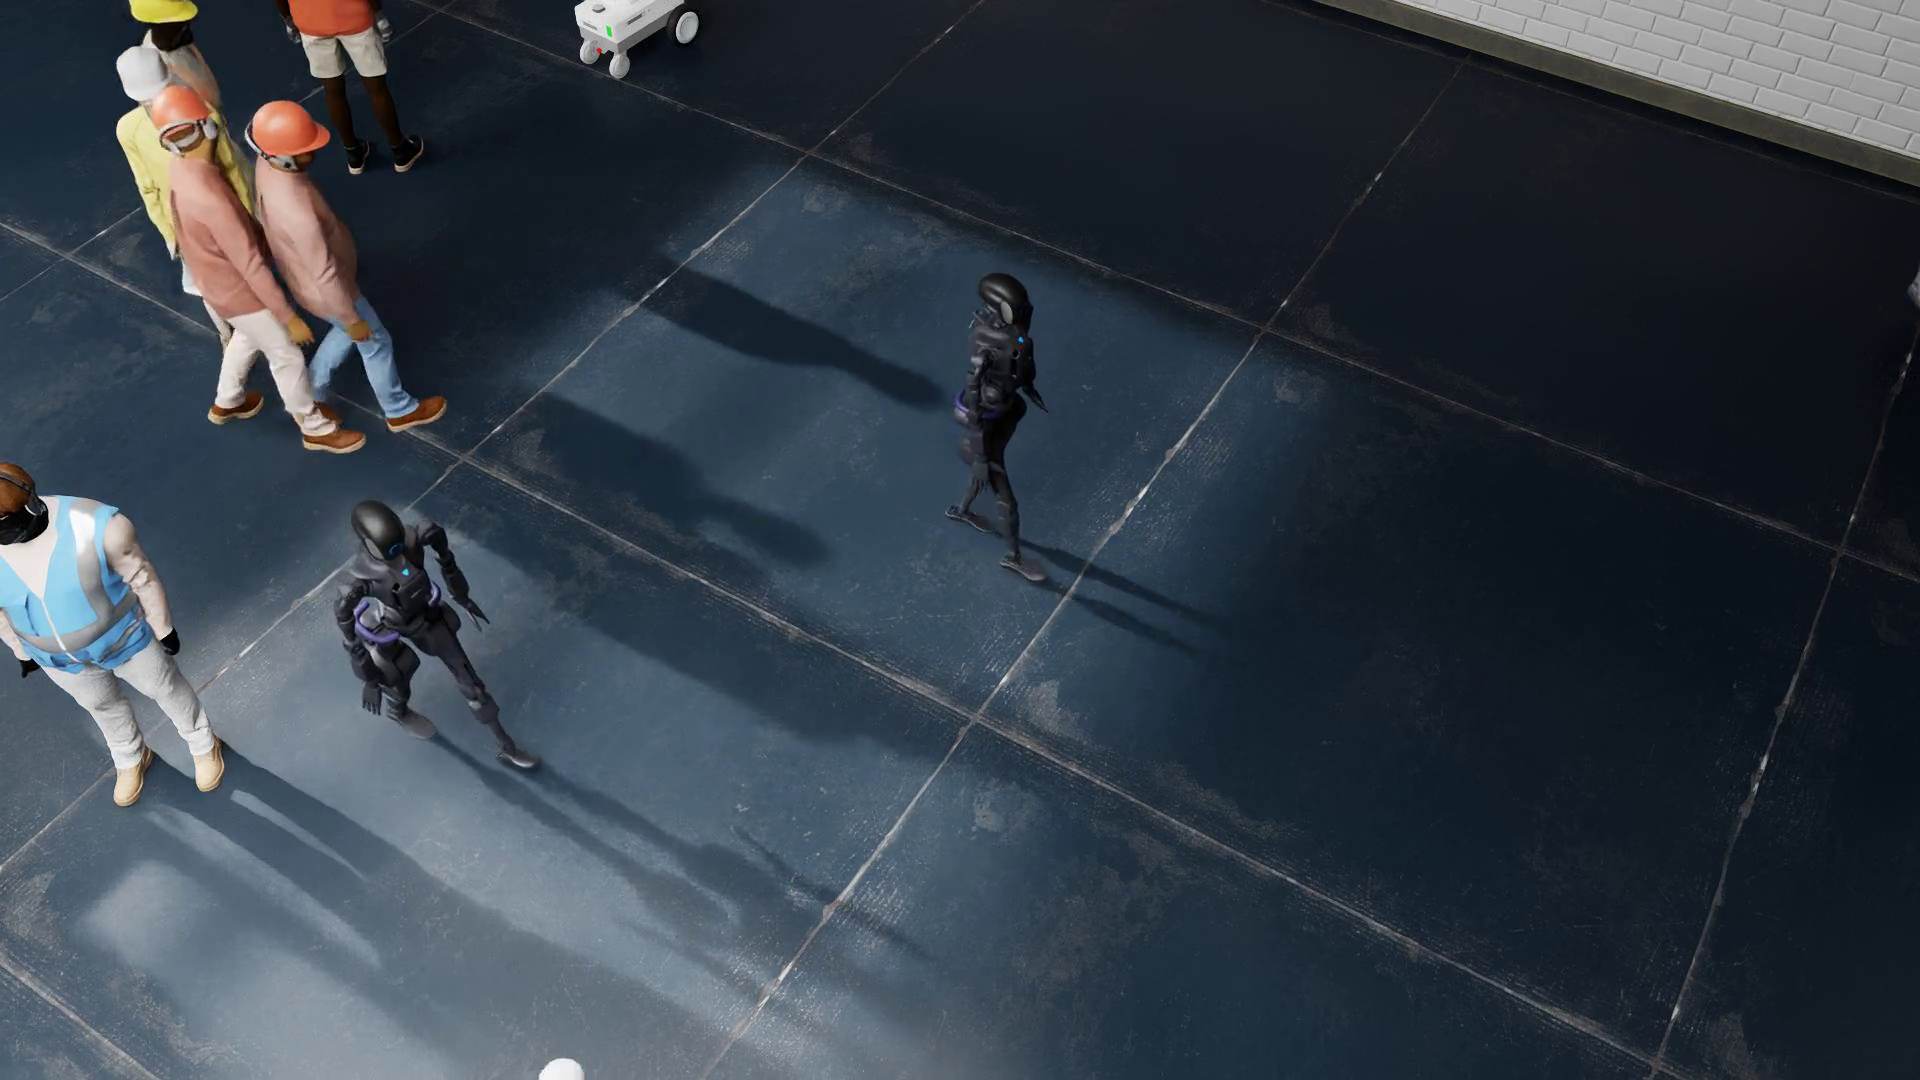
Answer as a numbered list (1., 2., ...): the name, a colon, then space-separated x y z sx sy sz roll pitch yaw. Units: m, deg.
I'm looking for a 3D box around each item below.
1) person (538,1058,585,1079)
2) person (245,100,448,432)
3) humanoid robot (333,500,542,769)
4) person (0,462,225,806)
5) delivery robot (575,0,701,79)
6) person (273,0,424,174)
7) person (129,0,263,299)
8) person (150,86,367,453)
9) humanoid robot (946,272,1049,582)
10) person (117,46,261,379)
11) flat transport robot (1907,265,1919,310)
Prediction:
1. person: -1.107 2.100 4.996 0.771 1.745 0.468 -6 49 -5
2. person: -2.951 -1.200 7.733 0.664 1.964 0.641 -24 53 -20
3. humanoid robot: -2.155 0.369 6.586 0.808 1.616 0.606 28 54 22
4. person: -3.361 0.379 6.440 0.632 1.842 0.429 -9 49 -7
5. delivery robot: -2.062 -3.343 10.560 0.499 0.614 0.803 30 55 24
6. person: -3.475 -2.911 9.234 0.600 1.966 0.369 0 49 0
7. person: -3.840 -2.010 8.507 0.922 1.879 0.597 -4 49 -4
8. person: -3.370 -1.117 7.676 0.675 1.958 0.793 -19 51 -16
9. humanoid robot: 0.207 -0.544 7.367 0.633 1.638 0.603 22 52 18
10. person: -3.687 -1.586 8.127 0.473 1.890 0.401 -19 52 -16
11. flat transport robot: 5.660 -0.880 8.584 0.659 0.231 1.431 -3 49 -3
